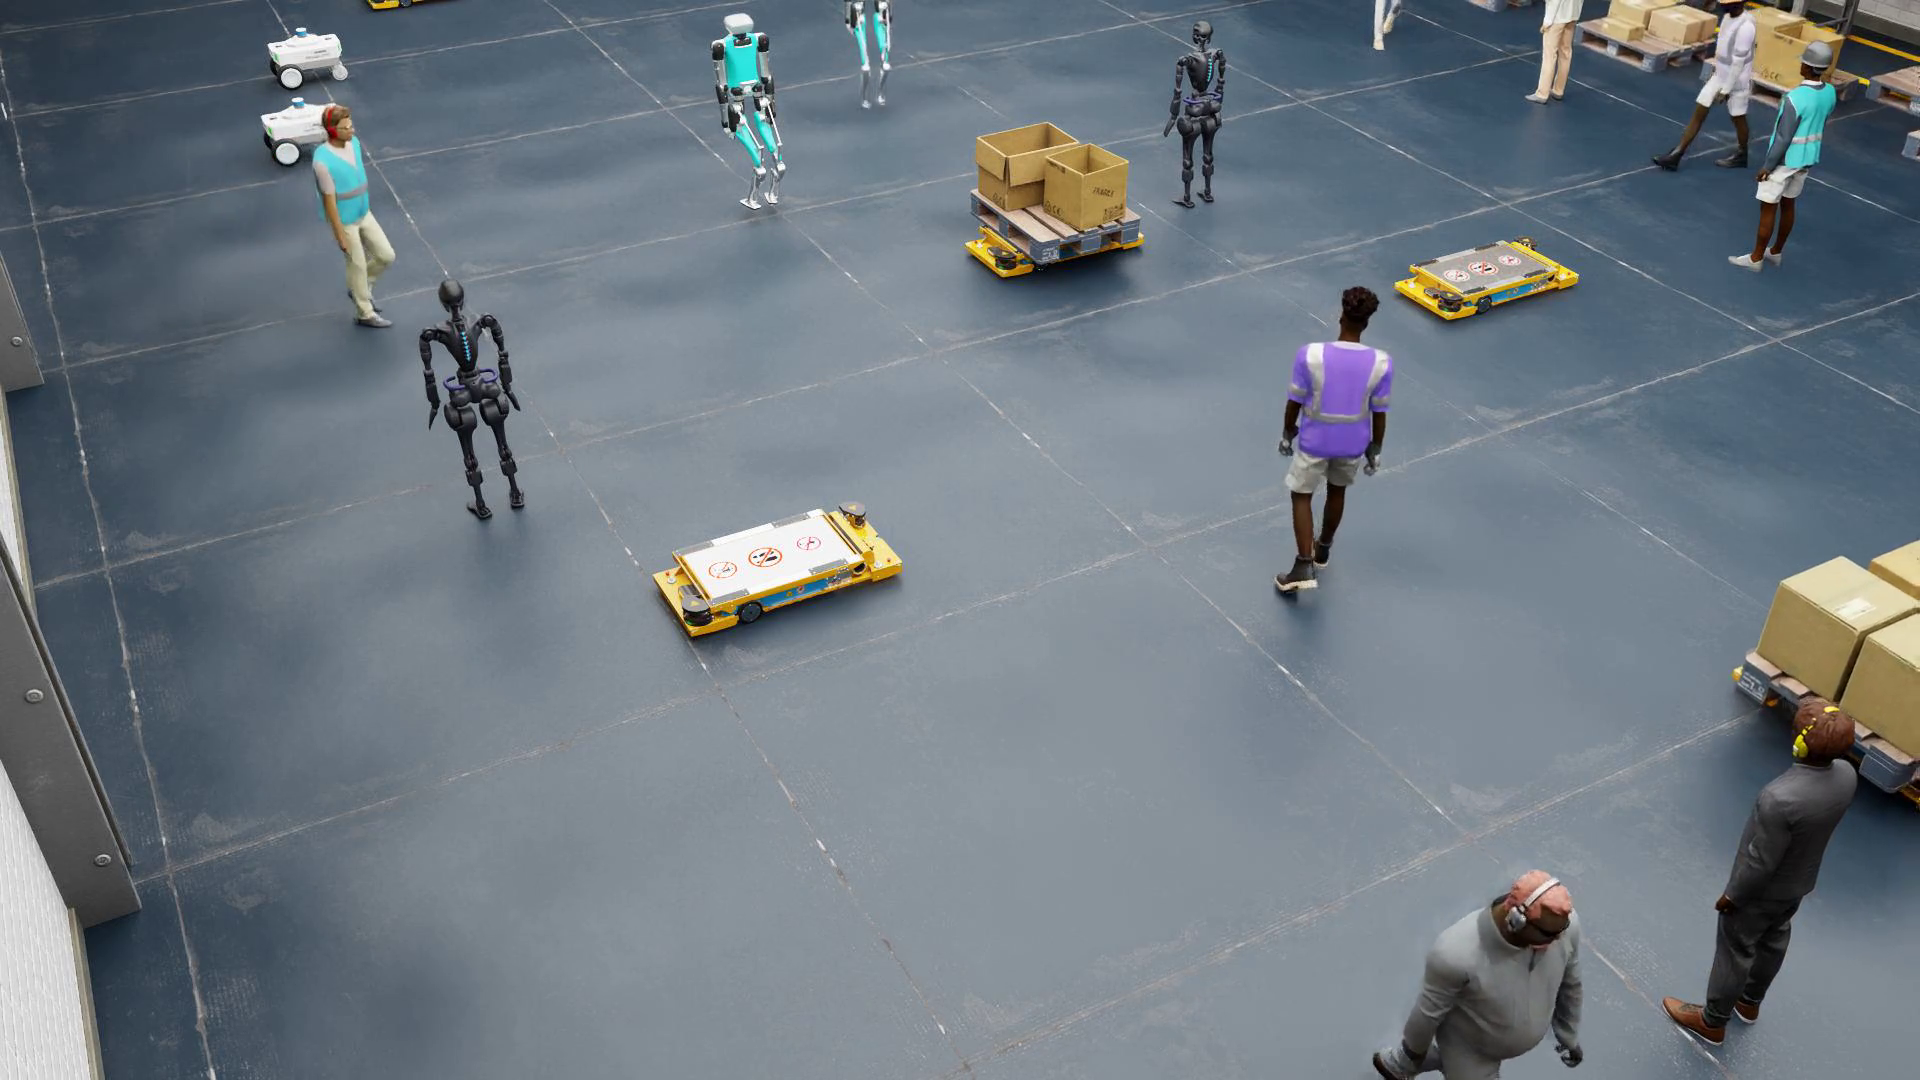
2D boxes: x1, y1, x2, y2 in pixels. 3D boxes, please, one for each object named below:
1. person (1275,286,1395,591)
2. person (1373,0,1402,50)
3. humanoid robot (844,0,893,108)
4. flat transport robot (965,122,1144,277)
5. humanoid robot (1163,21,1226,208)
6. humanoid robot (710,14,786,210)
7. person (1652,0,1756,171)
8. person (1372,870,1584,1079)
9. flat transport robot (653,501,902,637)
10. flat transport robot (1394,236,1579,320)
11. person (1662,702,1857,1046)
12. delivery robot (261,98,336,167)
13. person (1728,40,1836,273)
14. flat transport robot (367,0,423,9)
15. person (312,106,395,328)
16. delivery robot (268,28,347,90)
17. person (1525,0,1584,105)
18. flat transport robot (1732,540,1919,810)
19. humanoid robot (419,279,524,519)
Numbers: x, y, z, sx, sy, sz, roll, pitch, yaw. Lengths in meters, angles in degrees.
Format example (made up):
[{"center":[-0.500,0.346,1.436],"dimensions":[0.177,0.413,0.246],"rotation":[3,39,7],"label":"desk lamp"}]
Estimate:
[{"center":[2.269,-0.566,10.085],"dimensions":[0.628,1.930,0.687],"rotation":[1,35,2],"label":"person"},{"center":[4.855,-6.449,18.552],"dimensions":[0.511,1.847,0.599],"rotation":[7,36,10],"label":"person"},{"center":[-0.878,-5.282,16.972],"dimensions":[0.551,1.783,0.692],"rotation":[-10,36,-13],"label":"humanoid robot"},{"center":[0.823,-2.626,14.465],"dimensions":[1.431,0.231,0.659],"rotation":[-17,39,-23],"label":"flat transport robot"},{"center":[2.130,-3.829,14.943],"dimensions":[0.599,1.657,0.315],"rotation":[-17,39,-23],"label":"humanoid robot"},{"center":[-1.791,-3.701,14.604],"dimensions":[0.533,1.677,0.735],"rotation":[-17,39,-23],"label":"humanoid robot"},{"center":[7.142,-4.318,15.505],"dimensions":[1.015,1.858,0.542],"rotation":[-4,35,-6],"label":"person"},{"center":[2.066,1.905,6.621],"dimensions":[0.648,1.857,0.995],"rotation":[-17,38,-22],"label":"person"},{"center":[-1.146,0.170,10.474],"dimensions":[1.431,0.231,0.659],"rotation":[-17,39,-23],"label":"flat transport robot"},{"center":[4.387,-2.180,13.828],"dimensions":[1.431,0.231,0.659],"rotation":[-17,39,-23],"label":"flat transport robot"},{"center":[3.517,1.458,7.234],"dimensions":[0.503,1.874,0.343],"rotation":[-18,39,-23],"label":"person"},{"center":[-6.374,-4.004,16.158],"dimensions":[0.739,0.566,0.499],"rotation":[-17,39,-23],"label":"delivery robot"},{"center":[6.874,-3.151,13.759],"dimensions":[0.566,1.938,0.414],"rotation":[-18,39,-23],"label":"person"},{"center":[-6.557,-6.779,20.395],"dimensions":[1.431,0.231,0.659],"rotation":[-17,39,-23],"label":"flat transport robot"},{"center":[-4.709,-2.485,12.902],"dimensions":[0.465,1.825,0.567],"rotation":[8,36,11],"label":"person"},{"center":[-7.024,-5.206,17.874],"dimensions":[0.739,0.566,0.499],"rotation":[-17,39,-23],"label":"delivery robot"},{"center":[6.172,-5.331,17.099],"dimensions":[0.477,1.674,0.378],"rotation":[-18,39,-23],"label":"person"},{"center":[5.122,1.012,9.271],"dimensions":[0.659,0.231,1.431],"rotation":[-17,39,-23],"label":"flat transport robot"},{"center":[-3.168,-0.920,10.789],"dimensions":[0.599,1.657,0.315],"rotation":[-17,39,-23],"label":"humanoid robot"}]
